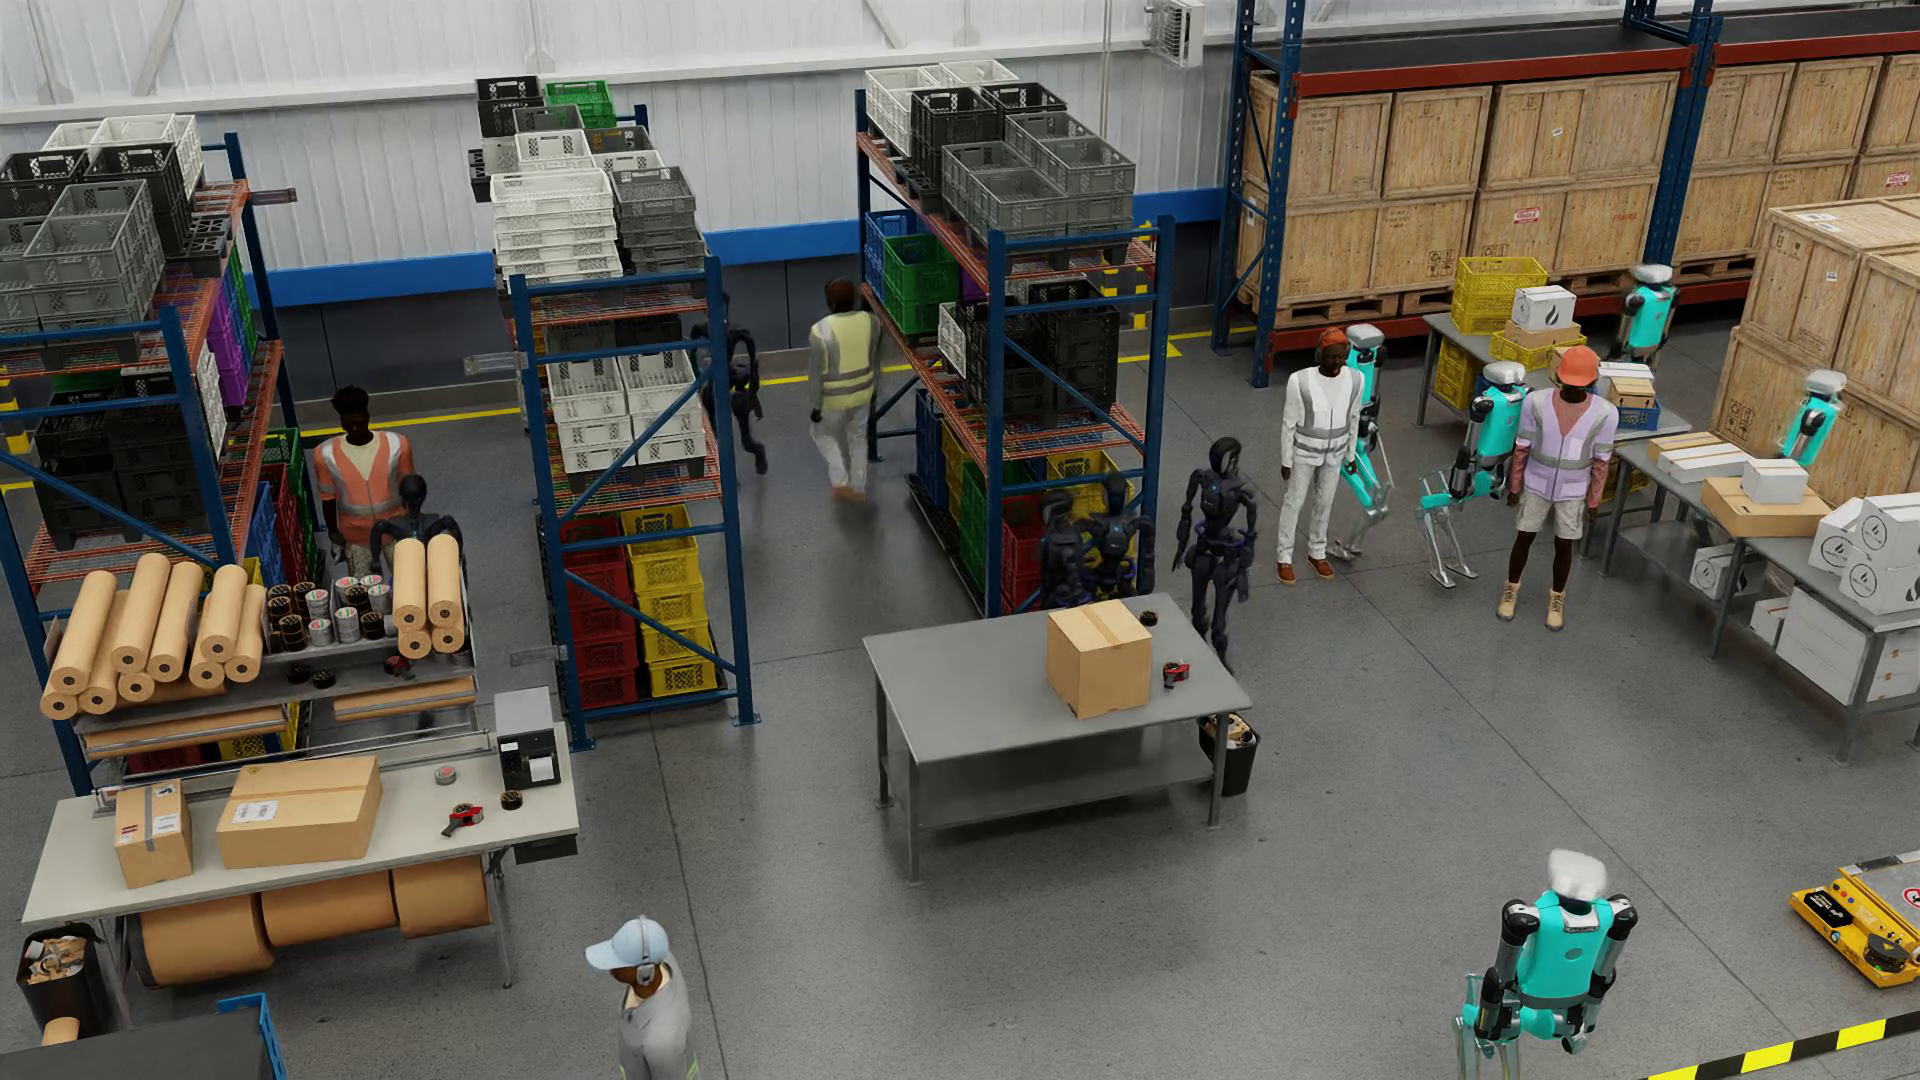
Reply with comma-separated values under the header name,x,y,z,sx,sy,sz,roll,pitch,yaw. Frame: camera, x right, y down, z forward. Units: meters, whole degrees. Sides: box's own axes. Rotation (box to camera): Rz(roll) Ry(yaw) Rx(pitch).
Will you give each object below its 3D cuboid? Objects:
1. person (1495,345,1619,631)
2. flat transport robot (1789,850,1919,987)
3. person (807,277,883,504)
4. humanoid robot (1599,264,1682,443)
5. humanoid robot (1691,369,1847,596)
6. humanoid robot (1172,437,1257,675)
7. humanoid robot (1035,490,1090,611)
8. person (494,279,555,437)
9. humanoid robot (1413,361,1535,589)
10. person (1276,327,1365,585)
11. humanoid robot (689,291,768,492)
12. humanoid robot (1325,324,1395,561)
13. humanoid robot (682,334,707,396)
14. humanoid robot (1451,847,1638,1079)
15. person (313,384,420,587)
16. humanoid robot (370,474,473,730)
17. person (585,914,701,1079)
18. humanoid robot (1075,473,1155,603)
name,x,y,z,sx,sy,sz,roll,pitch,yaw
person,3.920,-0.337,10.951,0.601,2.034,0.414,12,31,21
flat transport robot,5.163,1.916,8.676,1.431,0.231,0.659,-8,30,-14
person,-0.877,-1.097,12.536,0.639,1.830,0.455,-18,34,-29
humanoid robot,5.175,-1.414,13.262,0.531,1.783,1.024,-13,31,-22
humanoid robot,5.429,-0.386,11.316,0.933,1.730,0.548,21,35,33
humanoid robot,1.596,0.112,10.484,0.609,1.649,0.350,25,37,38
humanoid robot,0.619,0.437,9.908,0.362,1.645,0.610,-6,29,-11
person,-3.530,-1.731,13.687,0.404,1.831,0.599,5,29,9
humanoid robot,3.449,-0.509,11.423,0.533,1.677,0.735,-16,32,-26
person,2.487,-0.579,11.540,0.572,1.883,0.359,-6,29,-11
humanoid robot,-1.792,-1.188,12.862,0.590,1.640,0.495,5,29,10
humanoid robot,2.878,-0.624,11.710,0.546,1.751,0.679,-19,34,-30
humanoid robot,-2.345,-1.668,13.546,0.735,1.682,0.530,-12,31,-21
humanoid robot,2.383,1.885,7.068,0.533,1.677,0.735,-2,29,-4
person,-3.694,-0.065,10.519,0.605,1.965,0.368,-11,31,-19
humanoid robot,-3.282,0.347,10.099,0.605,1.645,0.609,-8,30,-15
person,-1.191,2.201,6.513,0.373,1.852,0.588,-8,30,-15
humanoid robot,0.910,0.332,10.098,0.592,1.644,0.408,-3,29,-6
